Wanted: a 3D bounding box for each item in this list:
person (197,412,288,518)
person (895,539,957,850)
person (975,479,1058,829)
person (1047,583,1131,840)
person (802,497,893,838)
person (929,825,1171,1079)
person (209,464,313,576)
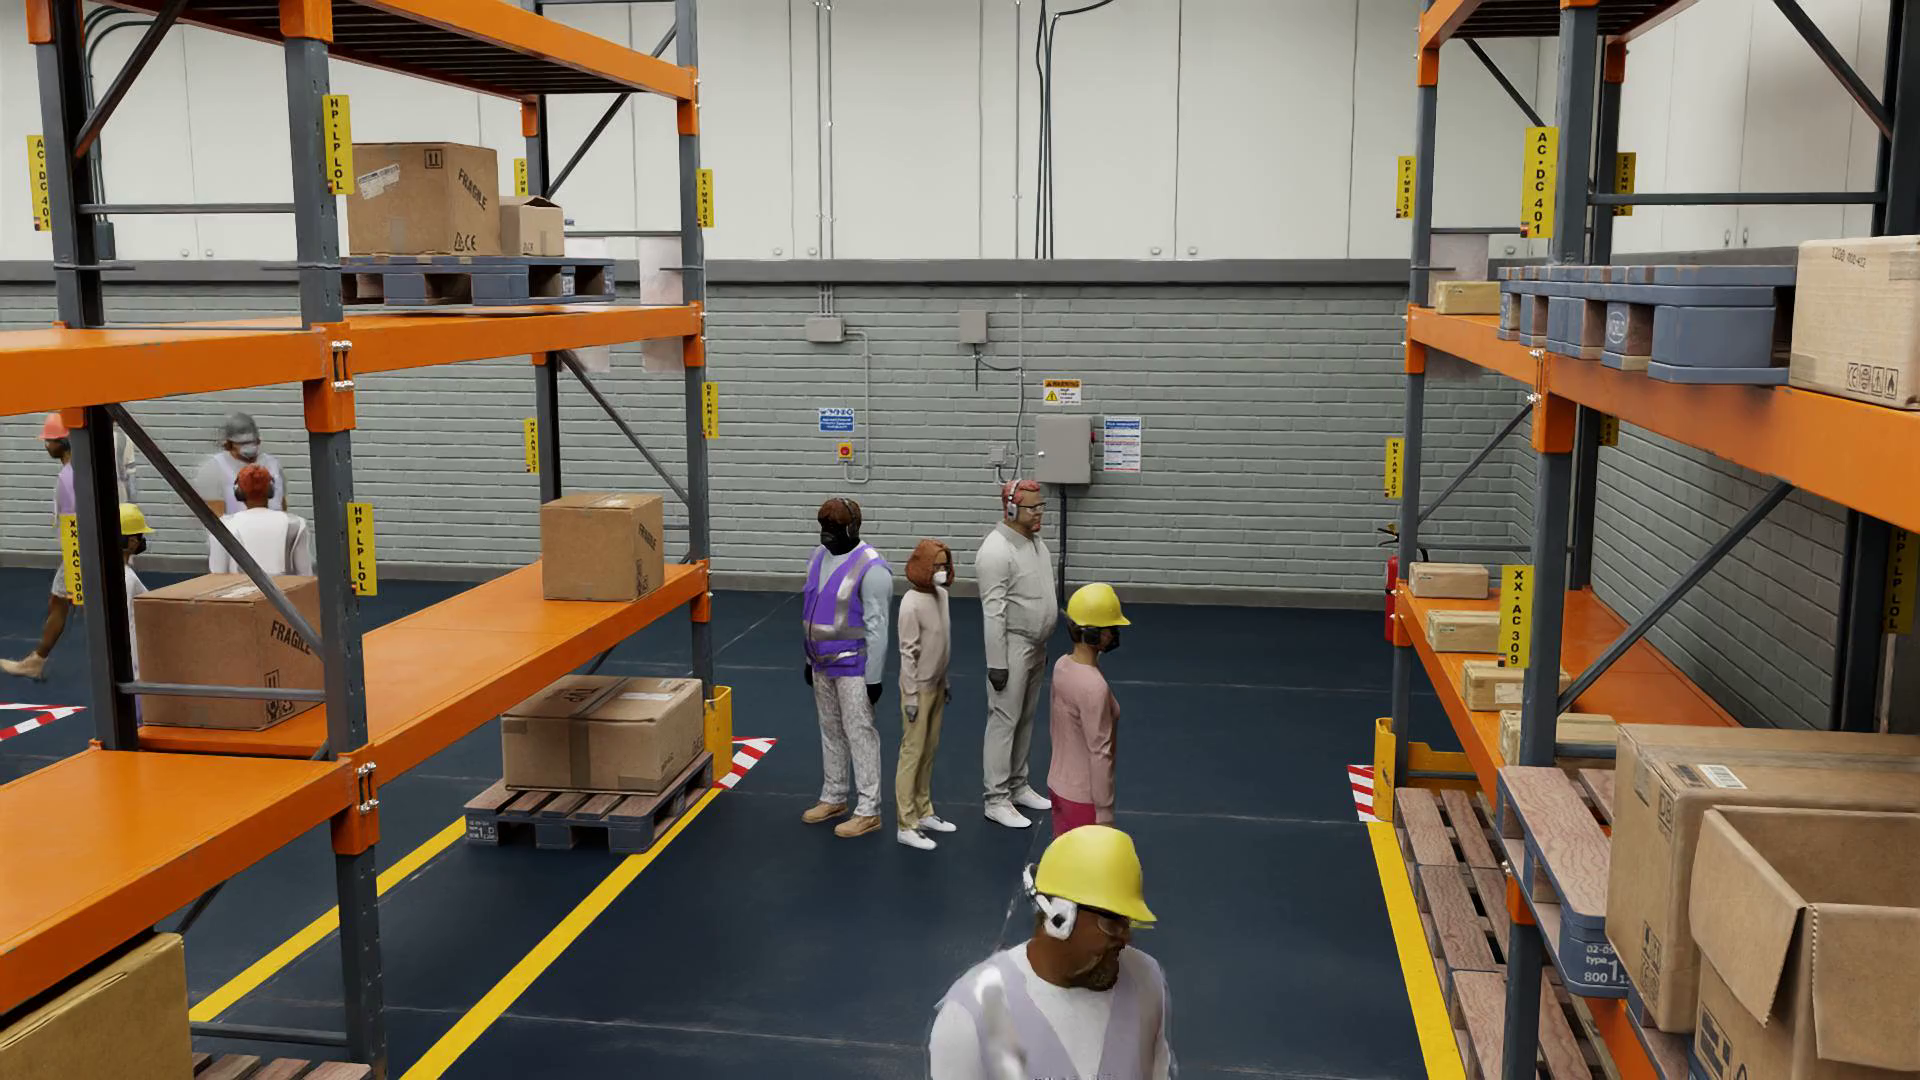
[{"bbox_3d":[-5.253,0.013,12.417,0.973,2.000,0.696,8,12,42],"label":"person"},{"bbox_3d":[-0.172,0.800,8.819,0.285,1.631,0.502,4,10,22],"label":"person"},{"bbox_3d":[0.338,0.608,9.161,0.403,1.906,0.651,4,10,24],"label":"person"},{"bbox_3d":[0.532,1.049,6.873,0.325,1.767,0.533,-2,10,-14],"label":"person"},{"bbox_3d":[-0.628,0.678,8.976,0.429,1.837,0.629,-7,12,-38],"label":"person"},{"bbox_3d":[0.225,1.537,3.746,0.637,1.811,0.403,-4,10,-22],"label":"person"},{"bbox_3d":[-4.254,0.469,10.153,0.639,1.865,0.440,-7,12,-38],"label":"person"}]
